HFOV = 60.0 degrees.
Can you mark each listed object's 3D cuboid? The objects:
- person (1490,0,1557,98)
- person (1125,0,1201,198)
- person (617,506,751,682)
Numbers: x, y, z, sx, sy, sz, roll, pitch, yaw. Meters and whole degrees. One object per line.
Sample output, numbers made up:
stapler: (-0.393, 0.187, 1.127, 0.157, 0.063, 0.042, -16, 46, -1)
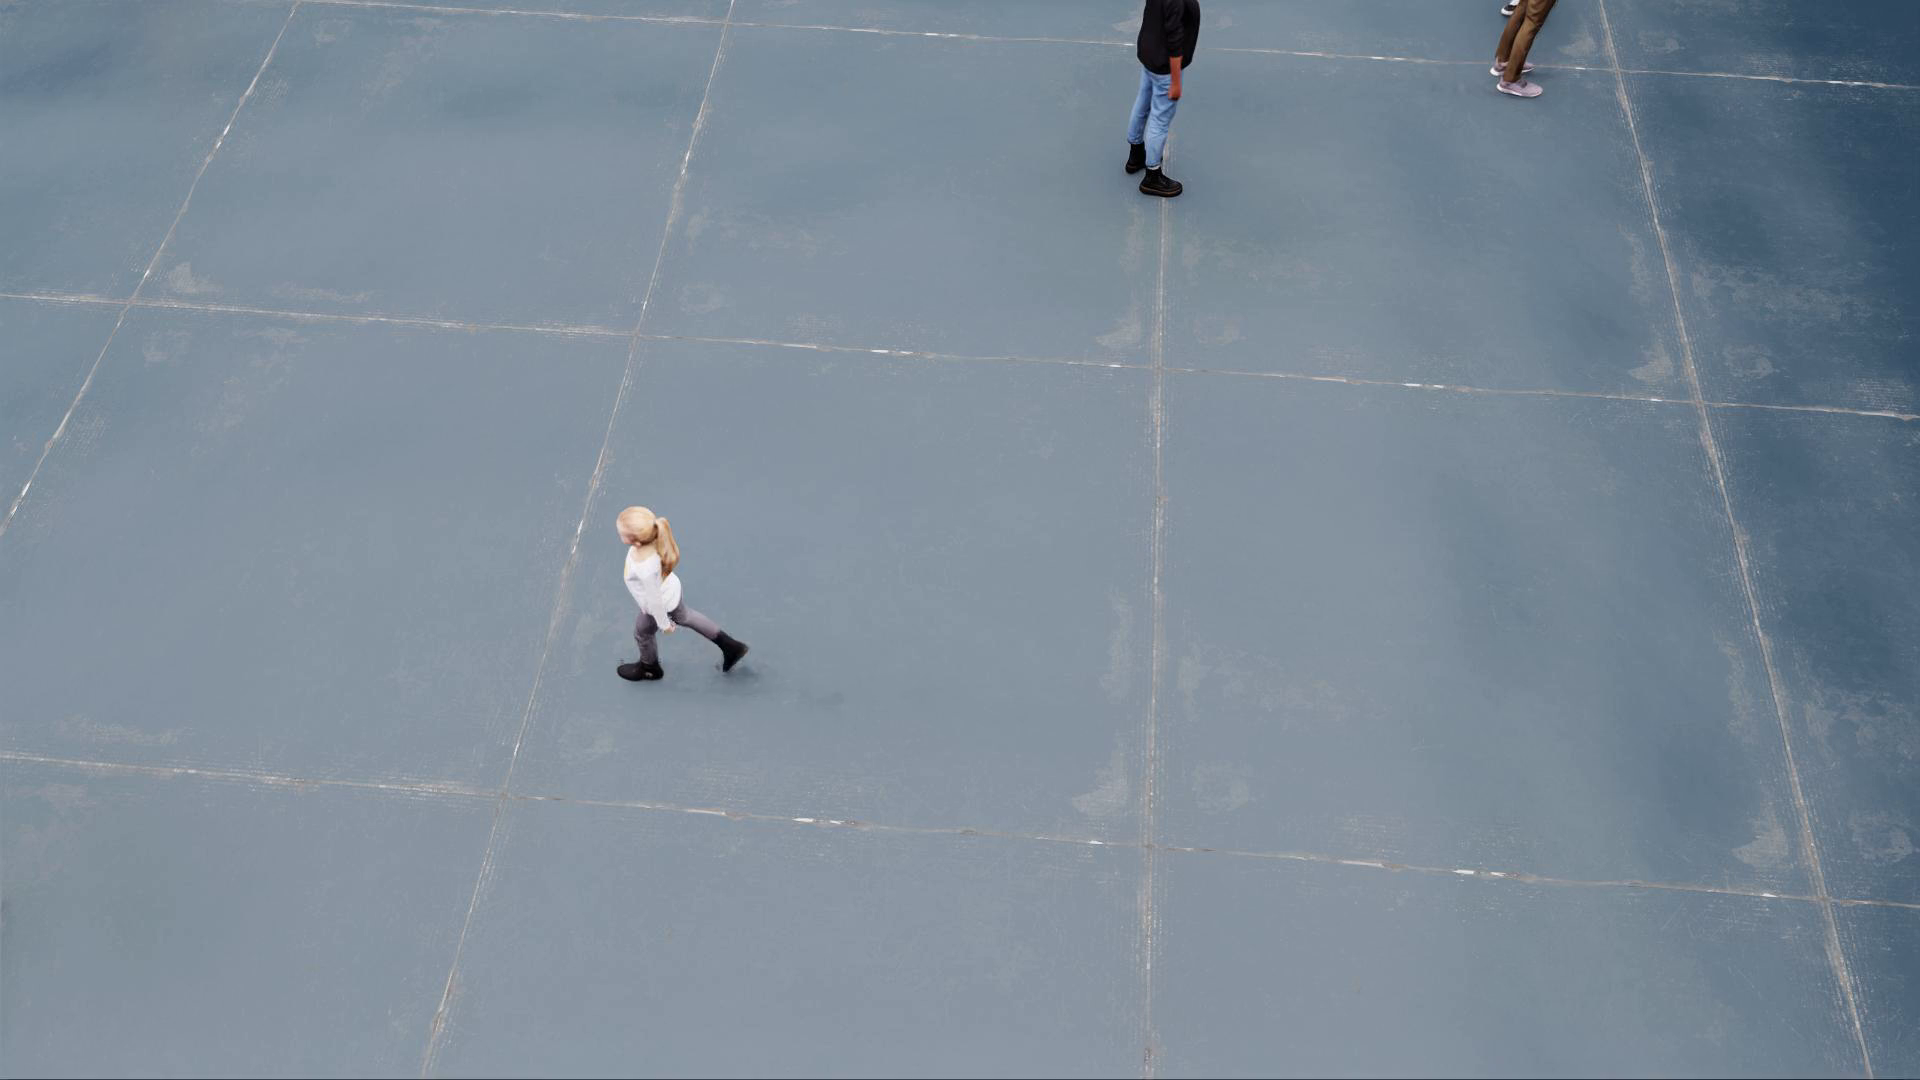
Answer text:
person: (3.650, -3.600, 10.279, 0.528, 1.807, 0.635, 1, 52, 1)
person: (1.173, -2.782, 9.712, 0.651, 1.701, 0.645, -14, 53, -10)
person: (-1.314, 0.261, 7.635, 0.854, 1.260, 0.478, 4, 52, 3)
